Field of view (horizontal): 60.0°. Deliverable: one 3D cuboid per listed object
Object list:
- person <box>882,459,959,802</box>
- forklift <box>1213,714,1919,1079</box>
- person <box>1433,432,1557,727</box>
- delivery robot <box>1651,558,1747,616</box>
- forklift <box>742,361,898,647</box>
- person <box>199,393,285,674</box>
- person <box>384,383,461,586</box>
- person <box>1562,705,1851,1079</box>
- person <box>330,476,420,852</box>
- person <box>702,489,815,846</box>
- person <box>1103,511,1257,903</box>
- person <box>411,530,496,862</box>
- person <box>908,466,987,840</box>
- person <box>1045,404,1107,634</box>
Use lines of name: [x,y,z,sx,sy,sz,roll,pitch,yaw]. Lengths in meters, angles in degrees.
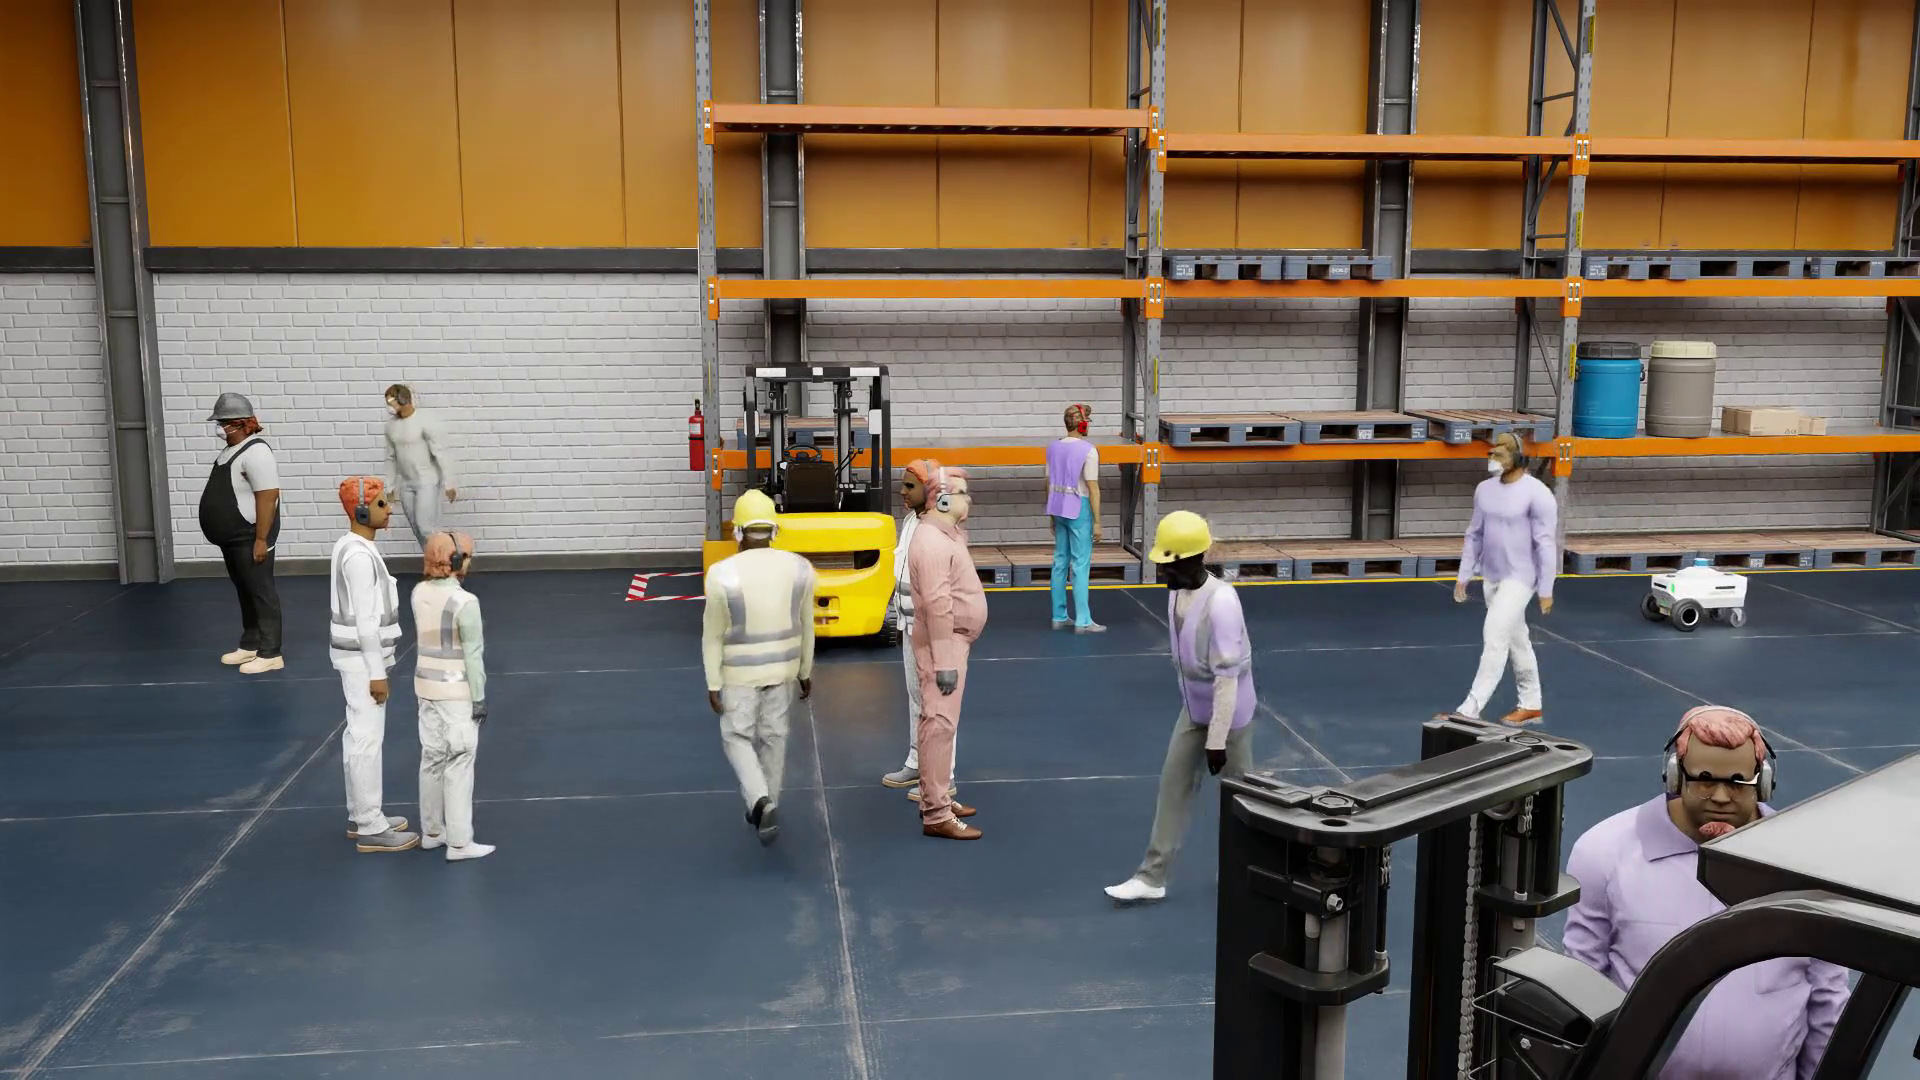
person: [-0.198,0.488,9.168,0.355,1.883,0.575,-5,10,-28]
forklift: [1.441,1.425,2.350,1.214,2.155,2.313,-7,12,-39]
person: [3.333,0.274,10.453,0.968,1.892,0.647,-3,10,-19]
delivery robot: [6.047,0.392,13.603,0.707,0.478,0.477,-1,9,-10]
forklift: [-1.154,-0.340,13.365,1.214,2.155,2.313,-1,9,-7]
person: [-5.224,-0.056,12.069,0.535,2.000,0.686,-7,12,-39]
person: [-4.953,-0.489,15.214,0.651,1.896,0.515,6,11,32]
person: [1.743,1.318,3.944,0.644,1.903,0.401,3,9,16]
person: [-2.975,0.617,8.366,0.361,1.883,0.574,-4,10,-24]
person: [-0.990,0.655,8.342,0.598,1.815,0.630,-4,10,-26]
person: [1.089,0.773,7.488,0.952,1.847,0.624,-3,10,-19]
person: [-2.518,0.766,8.221,0.507,1.629,0.316,7,12,38]
person: [-0.064,0.569,8.580,0.410,1.912,0.641,0,9,-2]
person: [0.904,-0.168,13.370,0.391,1.848,0.563,-8,12,-39]
